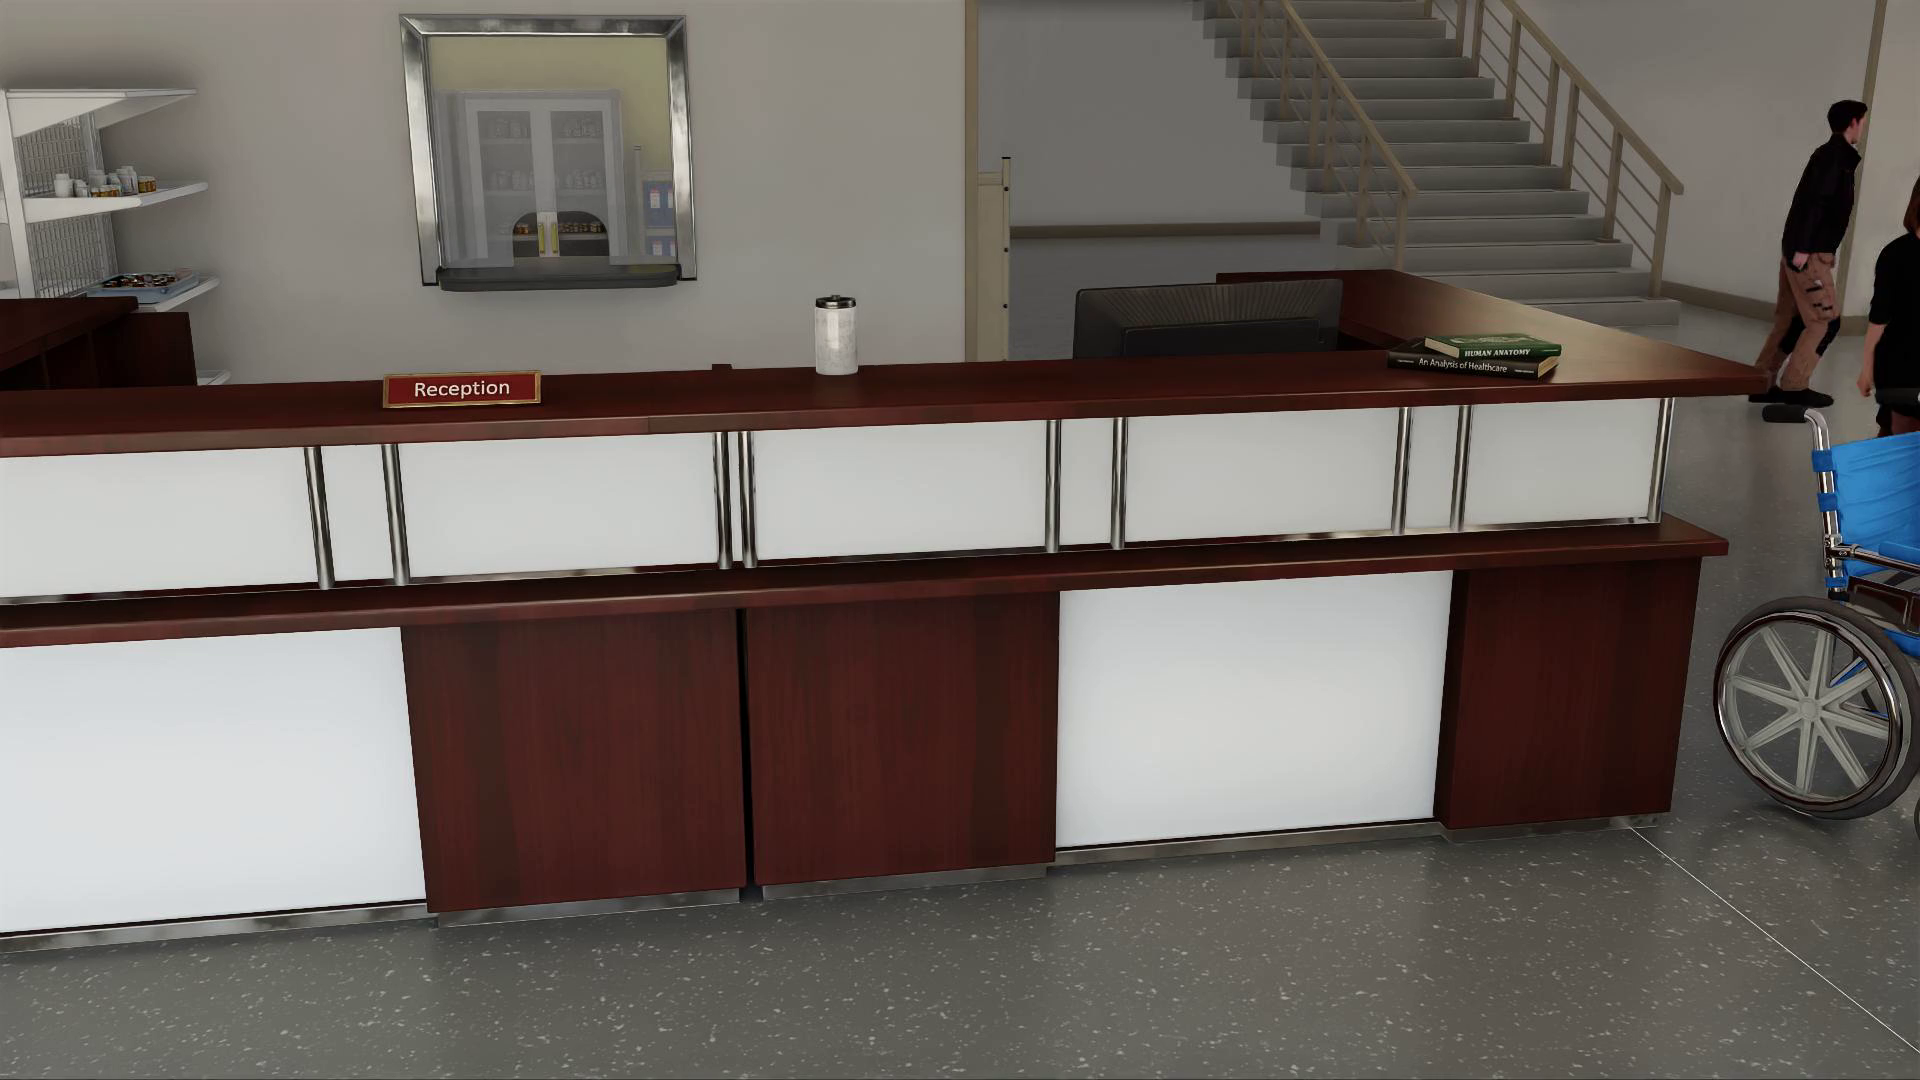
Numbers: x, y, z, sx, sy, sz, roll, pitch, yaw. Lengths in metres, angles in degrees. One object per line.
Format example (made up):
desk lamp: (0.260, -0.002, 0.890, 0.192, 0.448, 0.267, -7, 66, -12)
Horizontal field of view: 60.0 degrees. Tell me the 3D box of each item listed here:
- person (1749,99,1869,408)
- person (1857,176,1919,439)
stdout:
person: (5.236, -1.756, 10.376, 0.945, 1.880, 0.854, 9, 18, 30)
person: (3.980, -0.706, 7.045, 0.655, 1.666, 1.066, -1, 16, -4)
